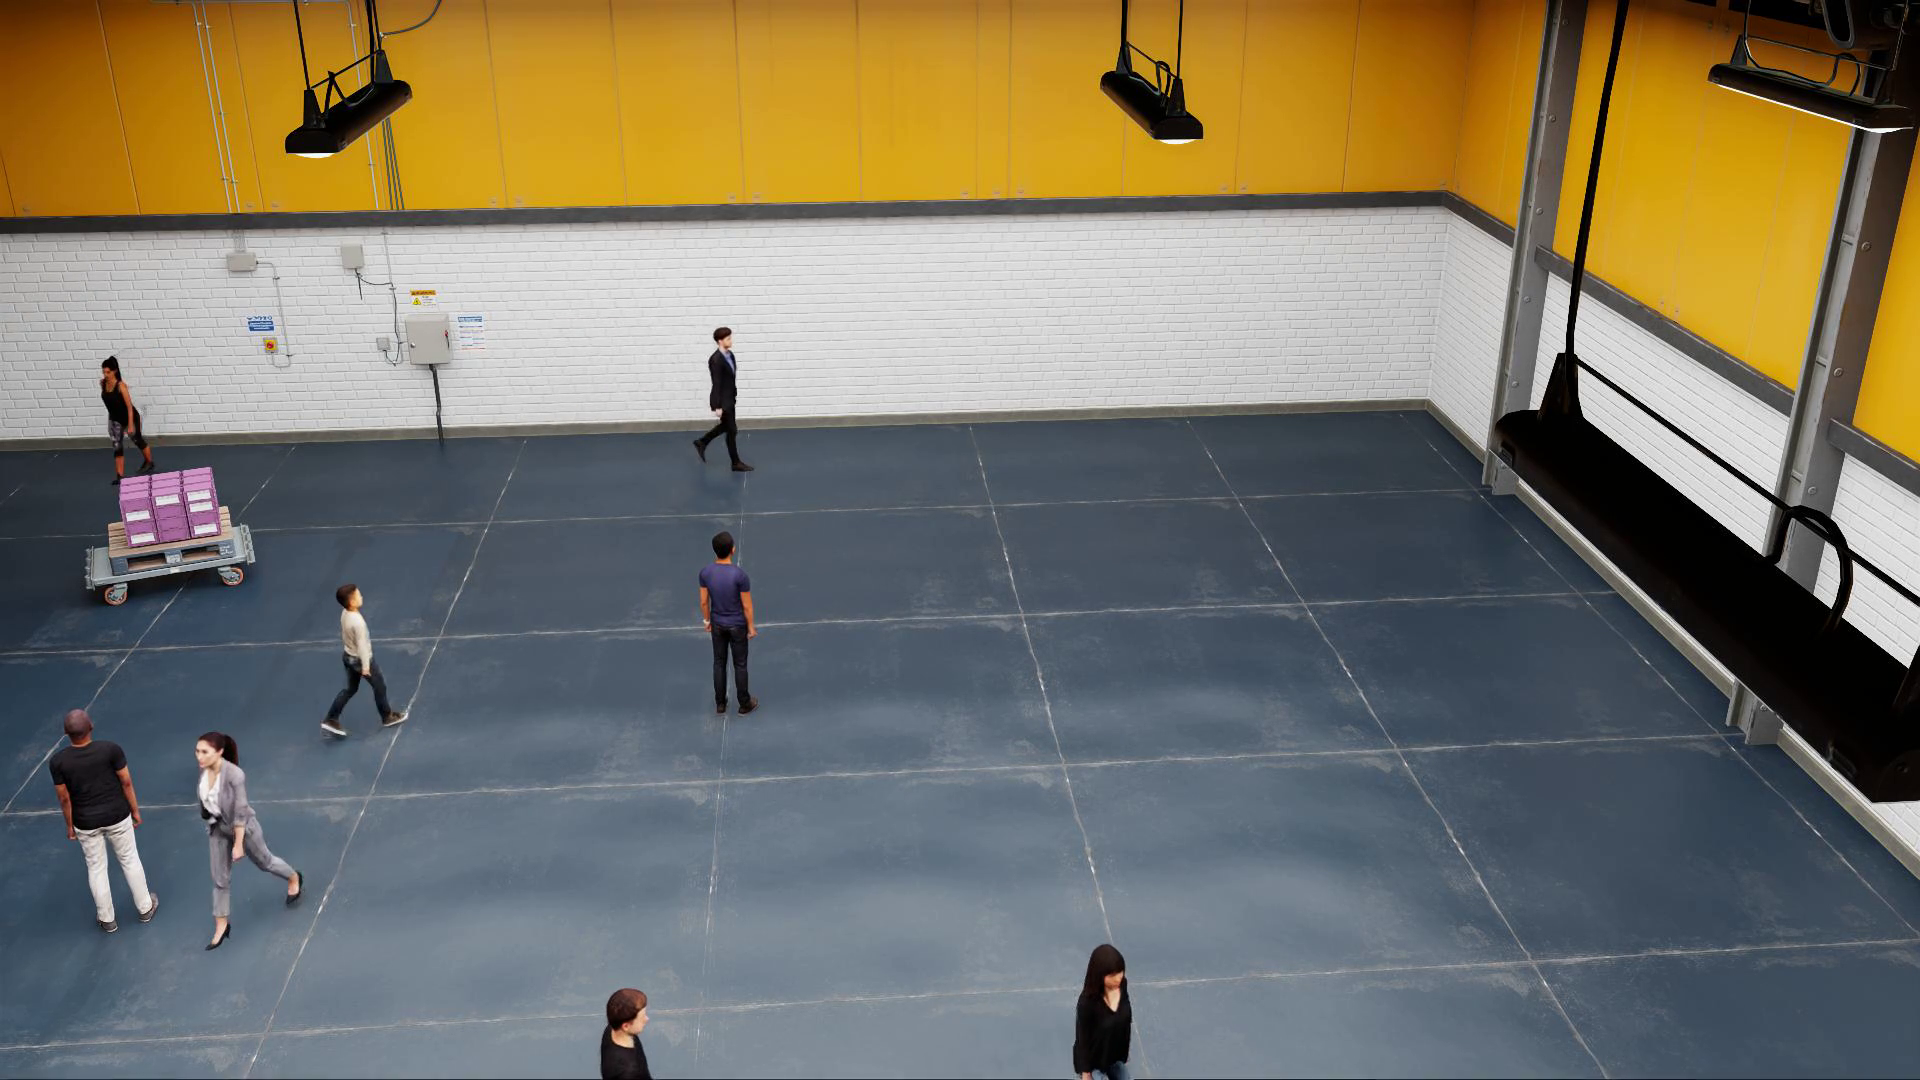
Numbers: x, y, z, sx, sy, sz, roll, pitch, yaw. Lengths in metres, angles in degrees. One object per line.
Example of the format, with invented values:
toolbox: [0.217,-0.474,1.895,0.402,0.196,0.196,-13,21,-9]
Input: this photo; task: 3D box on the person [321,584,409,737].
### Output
person: [-5.434,1.087,14.822,0.972,1.445,0.983,22,32,40]

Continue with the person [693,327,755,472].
person: [-3.017,-1.754,20.794,0.974,1.868,1.102,6,24,13]

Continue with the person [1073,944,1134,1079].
person: [0.808,3.070,10.046,0.707,1.639,0.731,-17,29,-34]

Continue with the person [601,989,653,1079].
person: [-1.864,3.275,9.307,0.829,1.855,0.634,-8,25,-18]

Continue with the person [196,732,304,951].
person: [-5.238,2.123,12.215,0.981,1.636,1.198,10,26,22]

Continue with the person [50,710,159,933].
person: [-6.286,2.045,12.182,0.743,1.805,0.741,-13,27,-26]

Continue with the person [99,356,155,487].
person: [-10.291,-1.507,20.550,0.786,1.612,1.142,6,24,14]

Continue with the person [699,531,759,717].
person: [-2.111,0.765,15.125,0.694,1.793,0.622,4,24,9]
